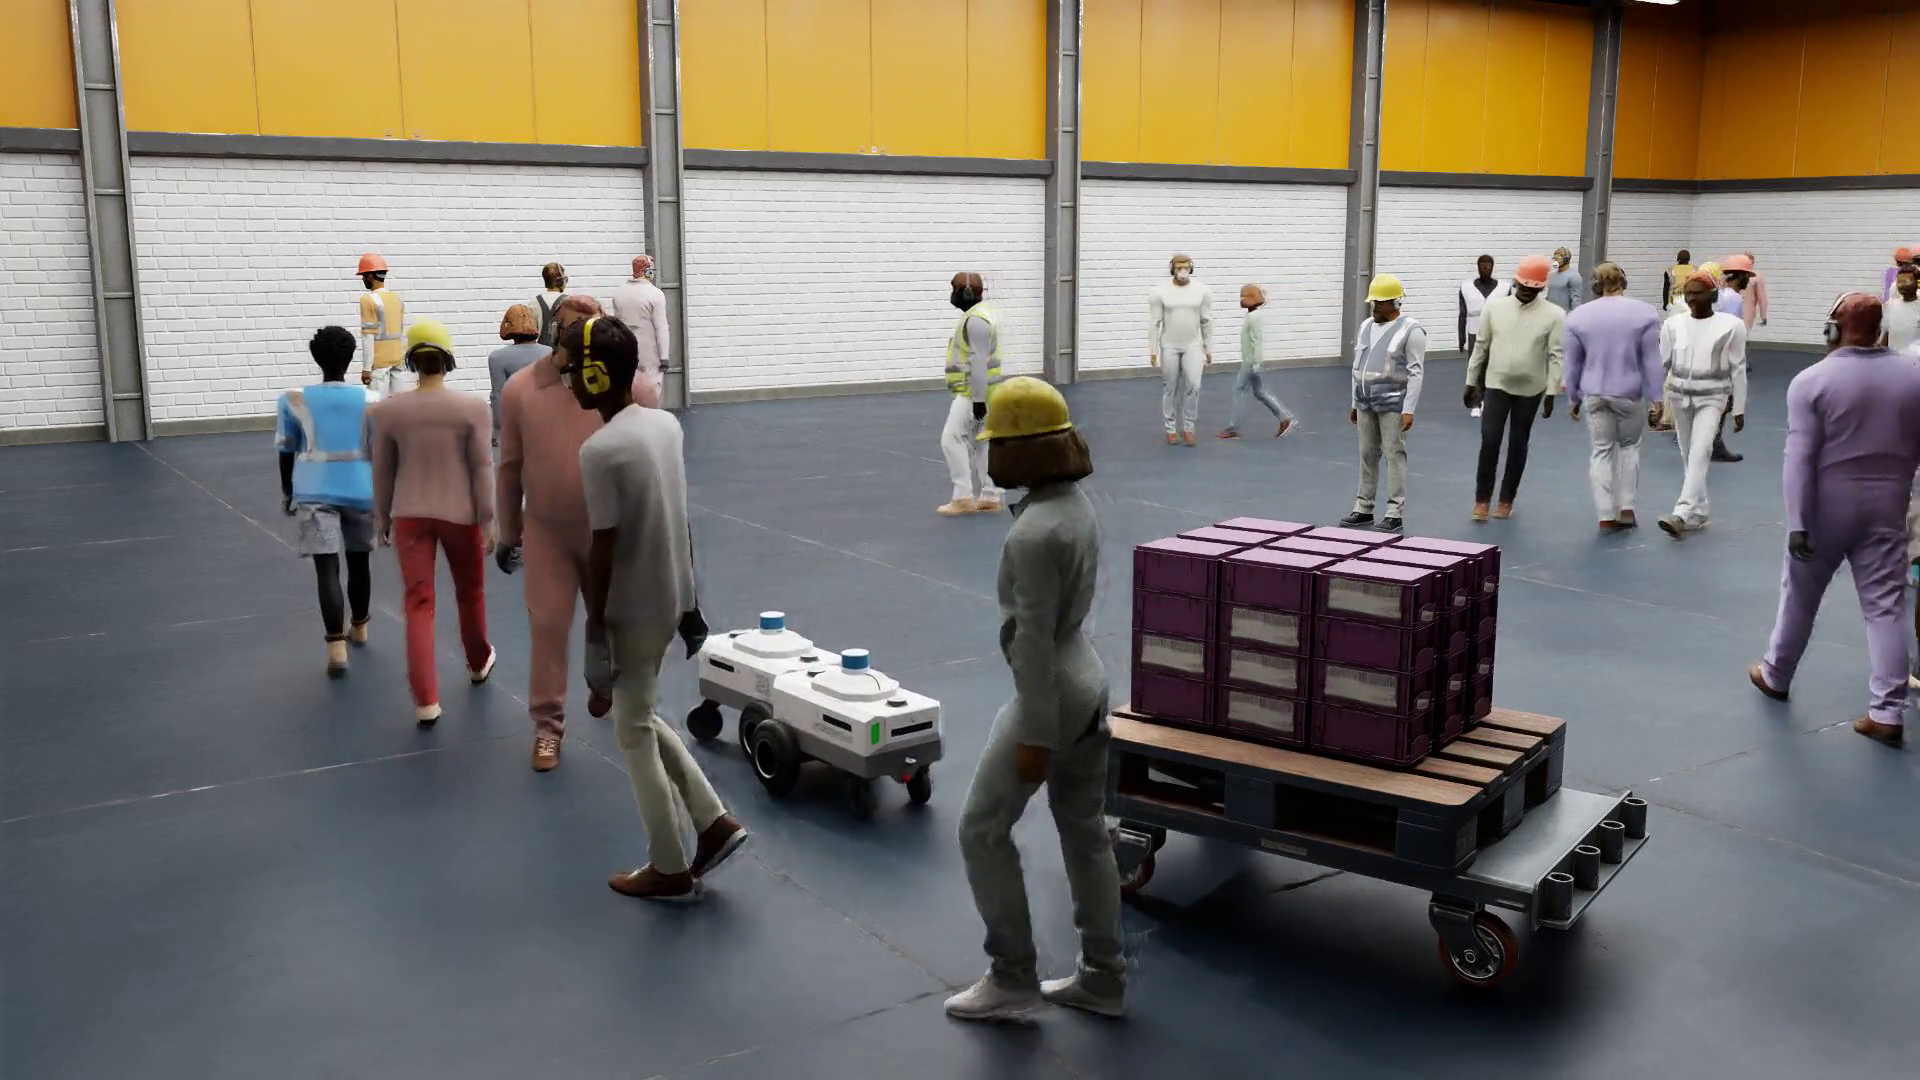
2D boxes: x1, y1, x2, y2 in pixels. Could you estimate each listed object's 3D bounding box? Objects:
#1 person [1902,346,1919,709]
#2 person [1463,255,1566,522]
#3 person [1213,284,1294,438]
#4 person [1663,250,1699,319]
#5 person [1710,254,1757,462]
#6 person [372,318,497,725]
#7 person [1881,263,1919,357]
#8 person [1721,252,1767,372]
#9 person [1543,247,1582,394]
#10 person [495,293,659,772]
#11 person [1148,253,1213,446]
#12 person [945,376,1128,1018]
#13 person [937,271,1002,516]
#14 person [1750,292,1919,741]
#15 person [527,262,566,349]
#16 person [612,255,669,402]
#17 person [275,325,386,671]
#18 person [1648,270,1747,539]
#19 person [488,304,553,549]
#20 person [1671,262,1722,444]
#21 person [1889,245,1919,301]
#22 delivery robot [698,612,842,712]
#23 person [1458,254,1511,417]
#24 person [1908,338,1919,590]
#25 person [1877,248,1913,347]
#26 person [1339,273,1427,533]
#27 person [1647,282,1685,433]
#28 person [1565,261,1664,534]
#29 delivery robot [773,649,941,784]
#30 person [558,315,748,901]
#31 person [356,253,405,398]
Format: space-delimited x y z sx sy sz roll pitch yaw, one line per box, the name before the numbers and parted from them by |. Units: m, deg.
person | 4.387 -0.201 7.221 0.619 1.938 0.849 2 10 10
person | 4.005 -1.084 12.086 0.692 1.938 0.815 4 11 21
person | 3.064 -1.835 17.140 0.792 1.605 0.511 1 10 7
person | 12.897 -4.257 29.752 0.627 1.847 0.429 4 11 19
person | 7.040 -1.668 15.360 0.530 1.918 0.589 3 11 14
person | -2.298 -0.104 7.318 0.541 1.713 0.927 -1 10 -8
person | 8.521 -1.544 14.879 0.639 1.853 0.523 -6 12 -30
person | 11.853 -3.425 25.177 1.011 1.858 0.665 -7 13 -34
person | 7.973 -2.910 22.103 0.357 1.938 0.638 -3 11 -15
person | -1.545 -0.071 6.771 0.673 1.877 0.809 -1 10 -7
person | 2.197 -1.882 16.527 0.669 1.913 0.696 0 10 0
person | 0.174 0.432 4.368 0.600 1.718 0.518 4 11 20
person | 0.036 -1.085 12.422 0.627 1.819 0.654 0 10 2
person | 3.780 -0.121 7.084 0.626 1.848 1.027 0 10 2
person | -3.693 -1.612 15.260 0.507 1.842 0.351 1 10 4
person | -3.105 -1.845 16.385 0.644 1.902 0.403 6 12 30
person | -3.037 -0.217 8.119 0.530 1.652 0.870 -5 12 -27
person | 5.051 -0.928 11.510 0.984 1.834 0.595 -9 14 -41
person | -2.910 -0.753 11.119 0.501 1.632 0.279 -10 14 -43
person | 7.438 -1.863 16.661 0.602 1.828 0.403 4 11 22
person | 9.740 -2.006 16.903 0.497 2.025 0.631 -9 14 -42
delivery robot | -0.761 0.535 6.759 0.477 0.478 0.707 -9 13 -39
person | 6.159 -2.411 19.548 0.605 1.885 0.940 2 11 12
person | 5.696 -0.559 9.512 0.579 1.830 0.693 3 11 17
person | 15.390 -3.840 27.359 0.389 1.888 0.650 3 11 17
person | 2.981 -0.965 11.760 0.403 1.823 0.586 -7 12 -34
person | 7.547 -1.912 17.531 0.654 1.603 0.560 3 11 17
person | 4.612 -0.999 11.732 0.698 1.900 0.575 5 12 28
delivery robot | -0.384 0.647 6.144 0.477 0.478 0.707 -8 13 -38
person | -0.977 0.240 5.091 0.434 1.844 0.562 3 11 18
person | -5.225 -1.605 14.987 0.380 1.930 0.542 3 11 14
